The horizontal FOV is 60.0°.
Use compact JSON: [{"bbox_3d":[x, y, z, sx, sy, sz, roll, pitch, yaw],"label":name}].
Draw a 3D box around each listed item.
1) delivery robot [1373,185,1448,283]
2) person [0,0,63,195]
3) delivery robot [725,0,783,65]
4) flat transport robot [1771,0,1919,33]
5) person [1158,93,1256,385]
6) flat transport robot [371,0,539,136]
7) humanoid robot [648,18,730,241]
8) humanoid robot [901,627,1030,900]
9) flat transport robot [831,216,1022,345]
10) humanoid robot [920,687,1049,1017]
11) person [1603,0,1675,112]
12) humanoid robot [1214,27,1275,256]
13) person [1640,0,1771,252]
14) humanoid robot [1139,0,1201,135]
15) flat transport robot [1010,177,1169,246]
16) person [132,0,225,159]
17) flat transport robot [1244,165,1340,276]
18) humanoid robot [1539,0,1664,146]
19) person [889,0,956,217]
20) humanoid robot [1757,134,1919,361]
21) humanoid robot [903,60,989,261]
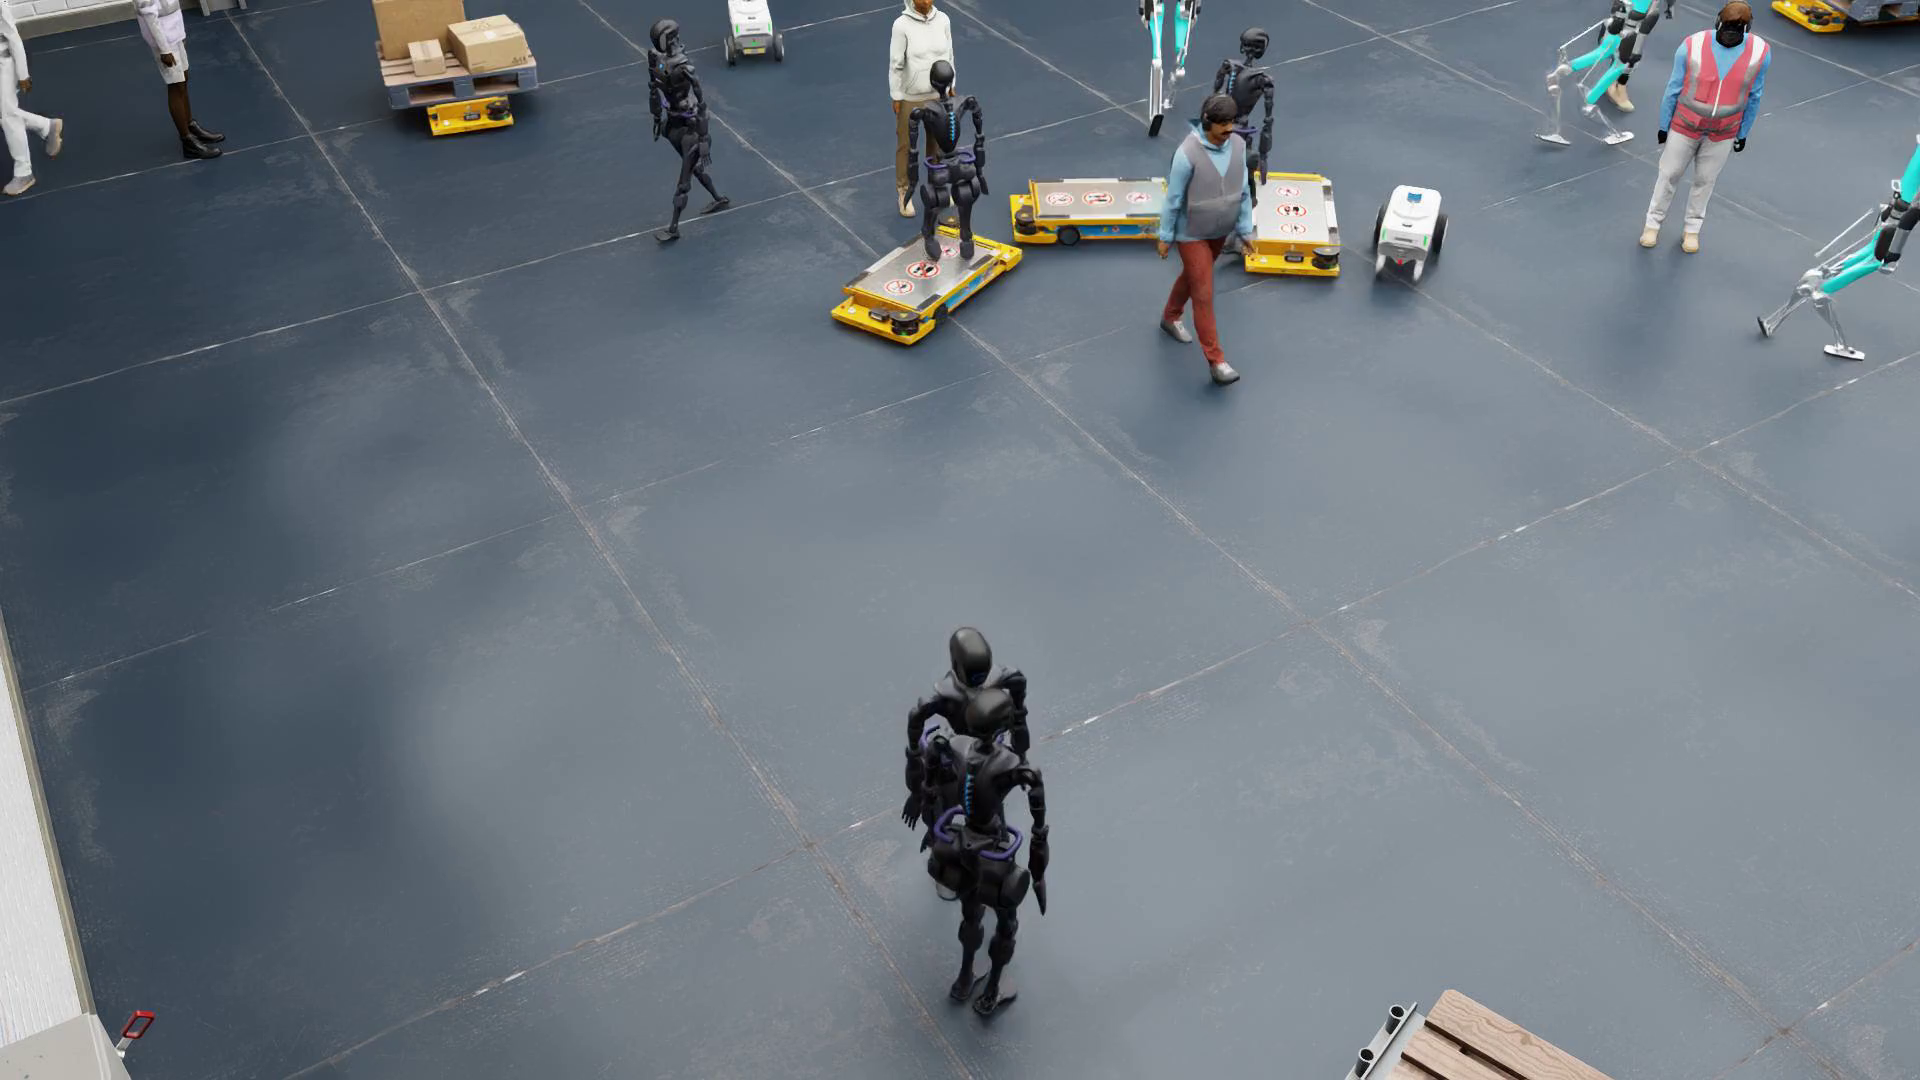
[{"bbox_3d":[3.204,-2.238,11.860,0.499,0.563,0.738,13,40,15],"label":"delivery robot"},{"bbox_3d":[-7.261,-3.594,12.544,0.592,1.861,0.700,13,40,16],"label":"person"},{"bbox_3d":[-1.869,-4.590,14.865,0.499,0.610,0.788,-7,39,-9],"label":"delivery robot"},{"bbox_3d":[8.469,-5.028,15.636,1.431,0.231,0.659,-9,39,-11],"label":"flat transport robot"},{"bbox_3d":[1.583,-1.915,10.453,0.540,1.822,0.996,-22,43,-25],"label":"person"},{"bbox_3d":[-4.238,-3.831,14.125,0.659,0.231,1.431,-13,40,-16],"label":"flat transport robot"},{"bbox_3d":[-2.005,-2.984,11.963,0.612,1.616,0.813,28,46,31],"label":"humanoid robot"},{"bbox_3d":[0.023,0.938,6.983,0.603,1.632,0.462,-18,42,-21],"label":"humanoid robot"},{"bbox_3d":[-0.216,-1.823,11.593,0.659,0.231,1.431,22,43,26],"label":"flat transport robot"},{"bbox_3d":[0.074,1.254,6.585,0.590,1.647,0.355,18,42,22],"label":"humanoid robot"},{"bbox_3d":[5.683,-4.380,13.679,0.543,1.666,0.630,-18,42,-22],"label":"person"},{"bbox_3d":[1.932,-2.772,11.665,0.394,1.639,0.613,-27,46,-30],"label":"humanoid robot"},{"bbox_3d":[5.229,-2.895,11.691,0.629,1.837,0.431,10,40,12],"label":"person"},{"bbox_3d":[1.687,-4.210,13.431,0.560,1.752,1.016,3,38,3],"label":"humanoid robot"},{"bbox_3d":[1.106,-2.447,12.380,1.431,0.231,0.659,-1,38,-1],"label":"flat transport robot"},{"bbox_3d":[-6.143,-3.925,12.899,0.345,1.942,0.547,-8,39,-10],"label":"person"},{"bbox_3d":[2.426,-2.376,12.289,0.659,0.231,1.431,4,39,5],"label":"flat transport robot"},{"bbox_3d":[4.955,-3.862,13.005,0.942,1.752,0.555,-7,39,-8],"label":"humanoid robot"},{"bbox_3d":[-0.284,-3.264,12.204,0.527,1.767,0.369,-17,41,-20],"label":"person"},{"bbox_3d":[5.664,-1.952,10.619,0.879,1.829,0.548,15,41,18],"label":"humanoid robot"},{"bbox_3d":[-0.080,-2.444,11.240,0.601,1.644,0.349,-14,41,-17],"label":"humanoid robot"}]
